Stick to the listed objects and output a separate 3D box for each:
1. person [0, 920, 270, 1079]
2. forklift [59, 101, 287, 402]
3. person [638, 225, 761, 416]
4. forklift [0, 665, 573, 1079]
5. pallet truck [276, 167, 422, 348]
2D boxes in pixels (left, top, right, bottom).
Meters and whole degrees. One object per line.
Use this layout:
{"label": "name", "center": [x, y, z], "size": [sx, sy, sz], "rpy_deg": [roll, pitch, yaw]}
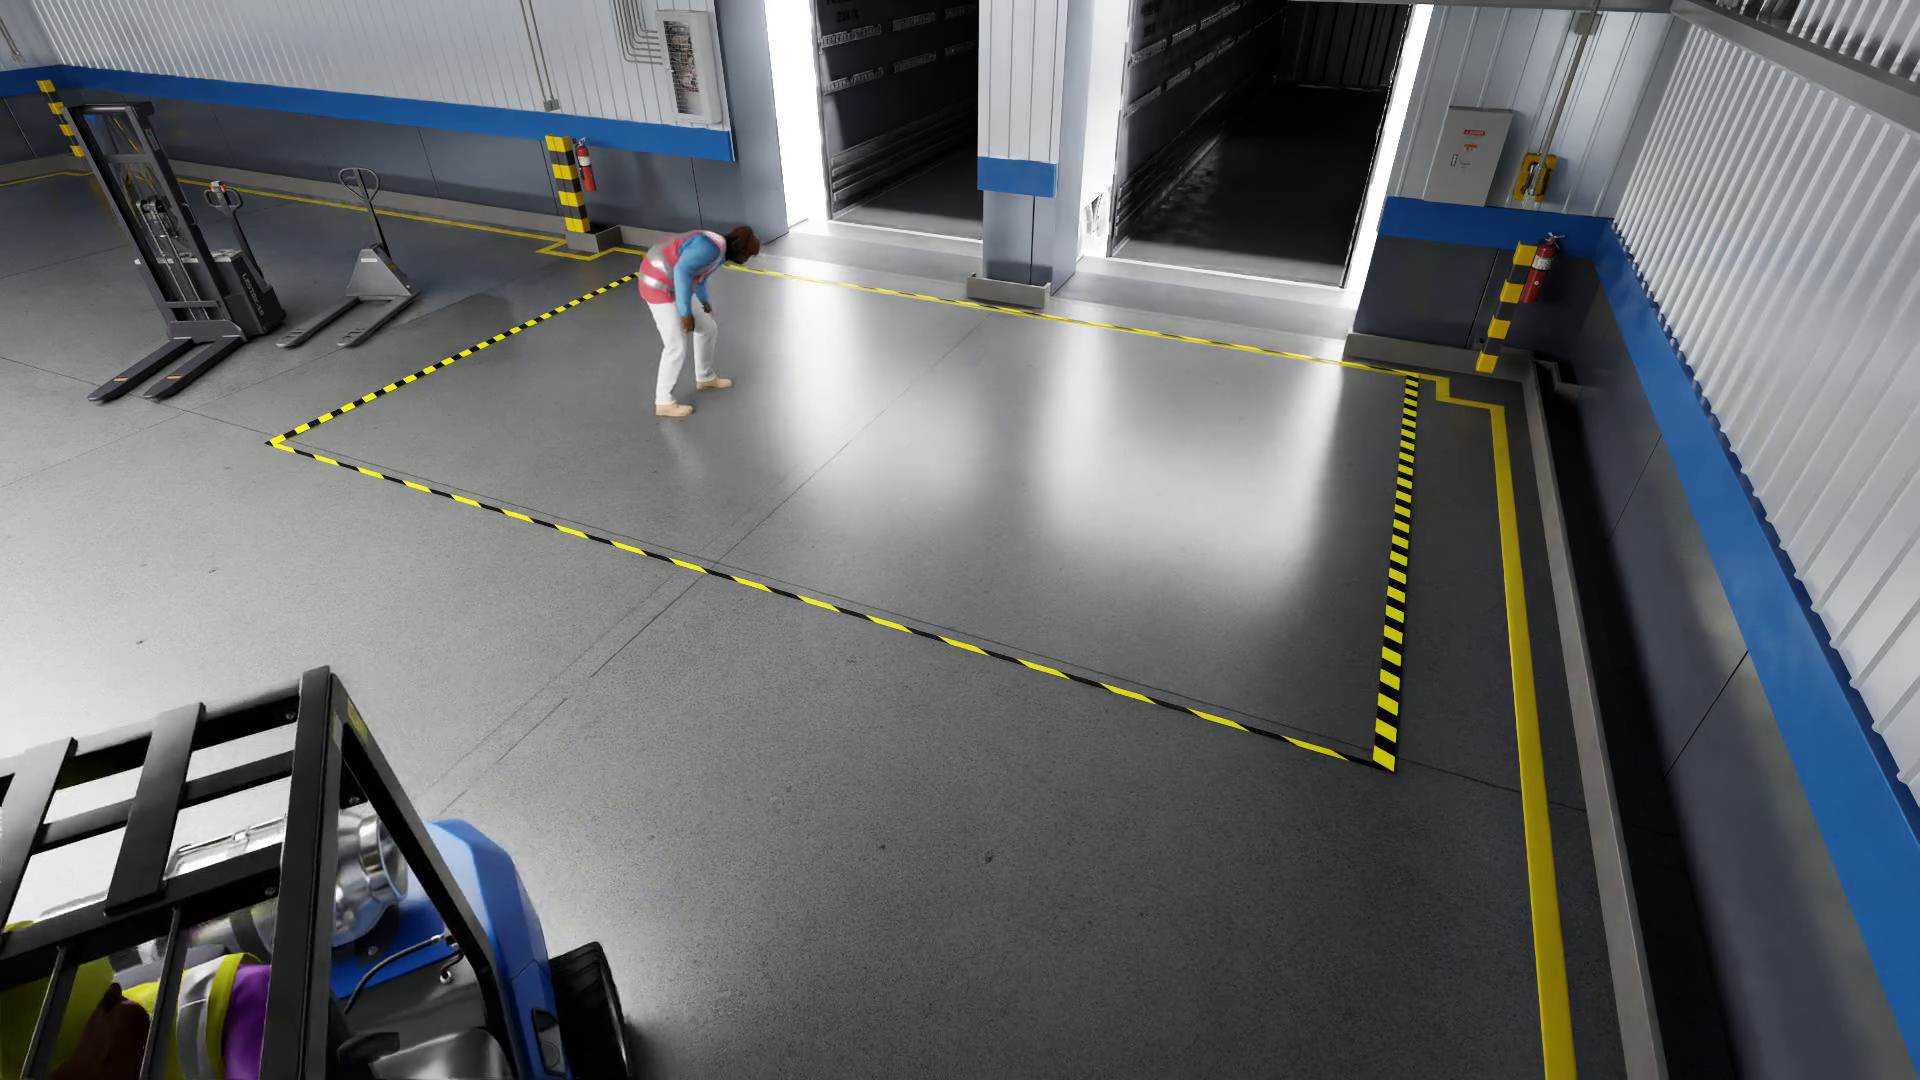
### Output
{"label": "person", "center": [-1.320, 1.333, 1.476], "size": [0.635, 1.294, 1.004], "rpy_deg": [-16, 38, -22]}
{"label": "forklift", "center": [-6.686, -2.387, 7.434], "size": [0.823, 1.965, 1.885], "rpy_deg": [-3, 35, -5]}
{"label": "person", "center": [-1.951, -1.730, 7.091], "size": [0.885, 1.345, 0.897], "rpy_deg": [0, 35, -1]}
{"label": "forklift", "center": [-1.340, 1.454, 1.629], "size": [1.157, 2.036, 2.680], "rpy_deg": [-16, 38, -22]}
{"label": "pallet truck", "center": [-5.732, -2.611, 8.414], "size": [0.680, 1.201, 1.601], "rpy_deg": [-1, 35, -1]}
